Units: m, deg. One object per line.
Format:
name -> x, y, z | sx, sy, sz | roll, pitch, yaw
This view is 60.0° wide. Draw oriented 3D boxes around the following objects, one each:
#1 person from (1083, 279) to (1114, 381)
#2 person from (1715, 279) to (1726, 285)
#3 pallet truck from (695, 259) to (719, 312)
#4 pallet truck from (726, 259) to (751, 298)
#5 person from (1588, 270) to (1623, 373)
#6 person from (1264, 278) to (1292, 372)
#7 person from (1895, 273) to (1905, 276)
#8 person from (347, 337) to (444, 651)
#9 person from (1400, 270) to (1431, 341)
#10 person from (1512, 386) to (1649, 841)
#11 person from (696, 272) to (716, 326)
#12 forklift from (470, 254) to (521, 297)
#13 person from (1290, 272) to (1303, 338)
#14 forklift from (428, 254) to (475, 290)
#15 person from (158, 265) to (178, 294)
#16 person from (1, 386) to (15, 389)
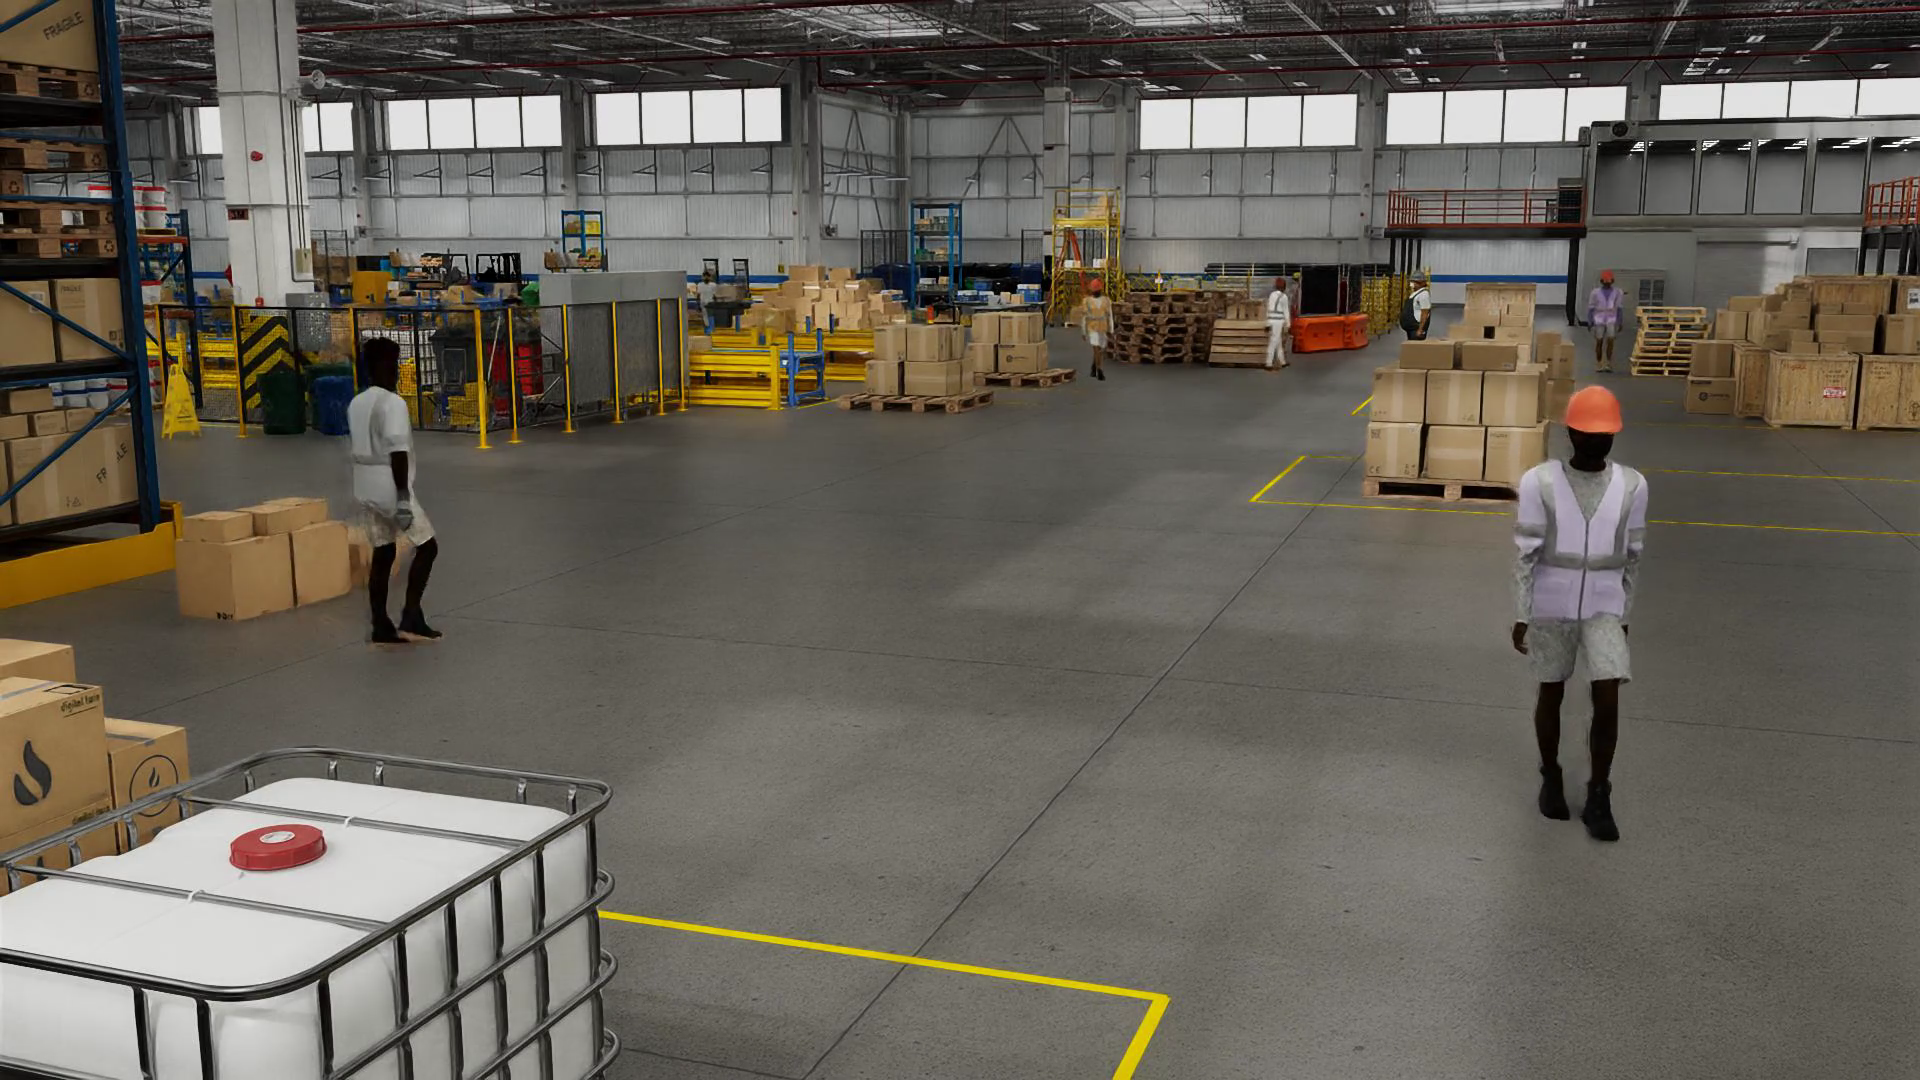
person -> 2.562, -3.931, 31.020 | 0.589, 1.886, 0.857 | -1, 10, -7
person -> 27.194, -8.986, 59.450 | 0.676, 1.885, 0.575 | -4, 11, -23
pallet truck -> -9.165, -9.627, 62.776 | 0.823, 1.965, 1.885 | 4, 11, 23
pallet truck -> -7.986, -9.493, 62.019 | 0.823, 1.965, 1.885 | 3, 11, 17
person -> 12.600, -4.249, 32.465 | 0.642, 1.998, 1.019 | 3, 11, 17
person -> 6.395, -4.271, 33.072 | 0.864, 1.832, 0.659 | -4, 11, -20
person -> 20.219, -4.796, 35.837 | 0.741, 1.905, 0.638 | -2, 10, -10
person -> -3.516, -0.288, 10.345 | 0.649, 1.934, 0.566 | 10, 14, 43
person -> 8.357, -3.931, 30.577 | 0.535, 2.000, 0.674 | 0, 10, 1
person -> 2.627, 0.311, 7.055 | 0.554, 1.911, 0.747 | 2, 10, 11
person -> -6.564, -6.043, 43.147 | 0.490, 1.810, 1.015 | 0, 10, 2
forklift -> -17.990, -10.121, 64.684 | 1.157, 1.987, 2.680 | 3, 11, 17
person -> 9.044, -6.301, 44.686 | 0.304, 1.772, 0.528 | 5, 11, 26
forklift -> -20.133, -10.254, 65.465 | 1.157, 1.987, 2.680 | 3, 11, 19
person -> -28.637, -9.043, 60.110 | 0.585, 1.788, 0.970 | 3, 11, 18
person -> -12.499, -2.130, 21.435 | 0.680, 1.681, 0.525 | 4, 11, 24
